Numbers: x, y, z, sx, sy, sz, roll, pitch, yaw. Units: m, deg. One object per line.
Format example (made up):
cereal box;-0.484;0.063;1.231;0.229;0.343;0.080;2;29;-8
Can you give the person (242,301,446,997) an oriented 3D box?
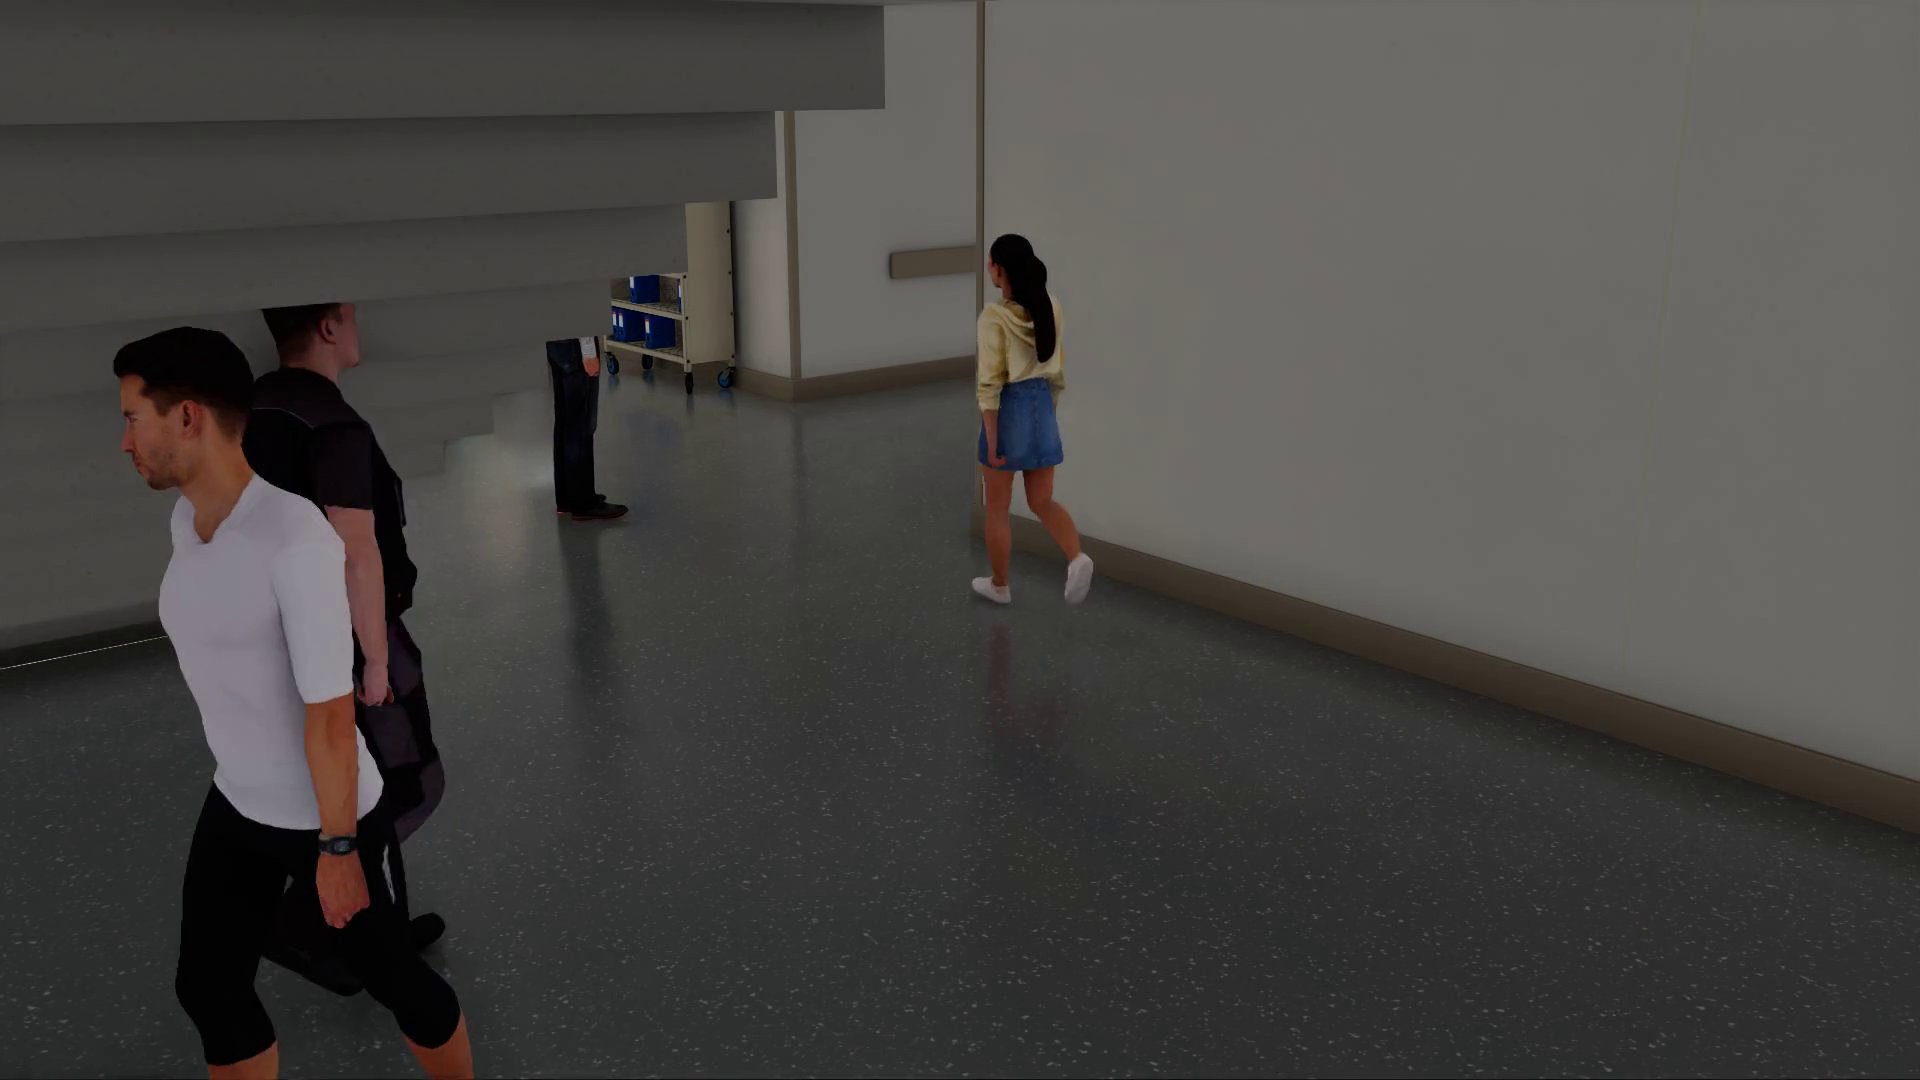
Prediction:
person;-1.597;0.267;4.047;0.814;1.832;0.744;-15;22;-43

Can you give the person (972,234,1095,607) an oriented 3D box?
person;0.305;-0.459;7.028;0.679;1.612;0.974;-11;19;-34

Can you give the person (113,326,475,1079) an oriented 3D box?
person;-1.236;0.501;3.244;0.910;1.818;0.969;8;18;28
